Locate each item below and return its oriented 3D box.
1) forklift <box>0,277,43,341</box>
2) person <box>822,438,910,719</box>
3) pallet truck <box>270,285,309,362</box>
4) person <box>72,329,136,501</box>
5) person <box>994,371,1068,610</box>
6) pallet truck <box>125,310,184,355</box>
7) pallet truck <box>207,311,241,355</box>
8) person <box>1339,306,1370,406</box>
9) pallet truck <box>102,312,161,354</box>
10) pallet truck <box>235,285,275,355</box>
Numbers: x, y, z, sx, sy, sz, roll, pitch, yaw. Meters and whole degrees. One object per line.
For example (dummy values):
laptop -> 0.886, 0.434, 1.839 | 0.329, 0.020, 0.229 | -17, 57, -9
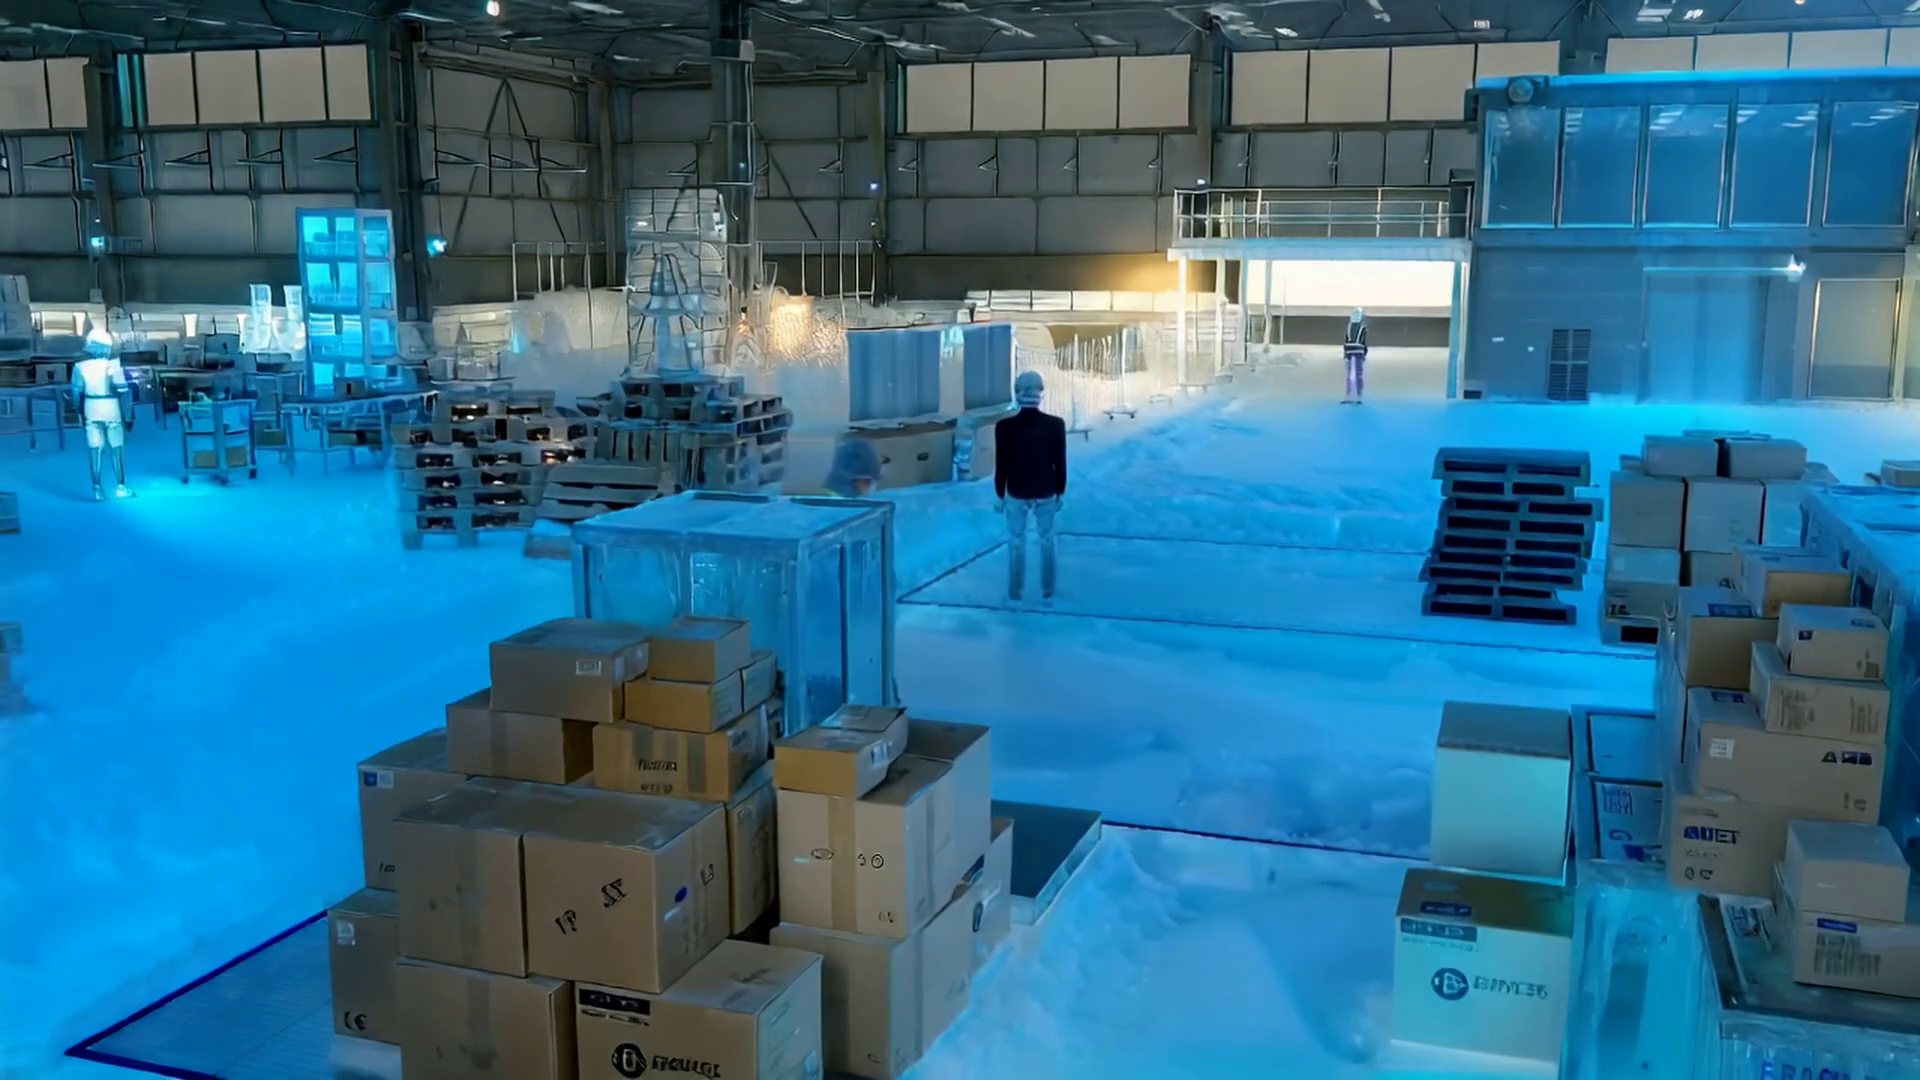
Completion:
forklift -> -27.151, -6.329, 46.328 | 1.157, 1.987, 2.680 | 3, 11, 17
person -> -0.607, 0.378, 9.308 | 1.063, 2.000, 0.681 | 2, 10, 11
pallet truck -> -17.147, -5.700, 43.663 | 0.823, 1.965, 1.885 | 3, 11, 17
person -> -10.150, -1.475, 19.731 | 0.607, 2.048, 0.370 | -1, 10, -4
person -> 0.587, -0.404, 13.843 | 0.619, 1.994, 0.381 | -2, 10, -10
pallet truck -> -22.038, -5.665, 45.457 | 0.704, 1.261, 1.522 | 3, 11, 17
pallet truck -> -19.537, -5.575, 44.913 | 0.653, 1.274, 1.630 | 3, 11, 19
person -> 7.477, -3.477, 31.466 | 0.354, 1.881, 0.576 | -7, 12, -33
pallet truck -> -23.057, -5.777, 46.261 | 0.680, 1.201, 1.601 | 3, 11, 19
pallet truck -> -18.327, -5.835, 44.421 | 0.823, 1.965, 1.885 | 4, 11, 23
